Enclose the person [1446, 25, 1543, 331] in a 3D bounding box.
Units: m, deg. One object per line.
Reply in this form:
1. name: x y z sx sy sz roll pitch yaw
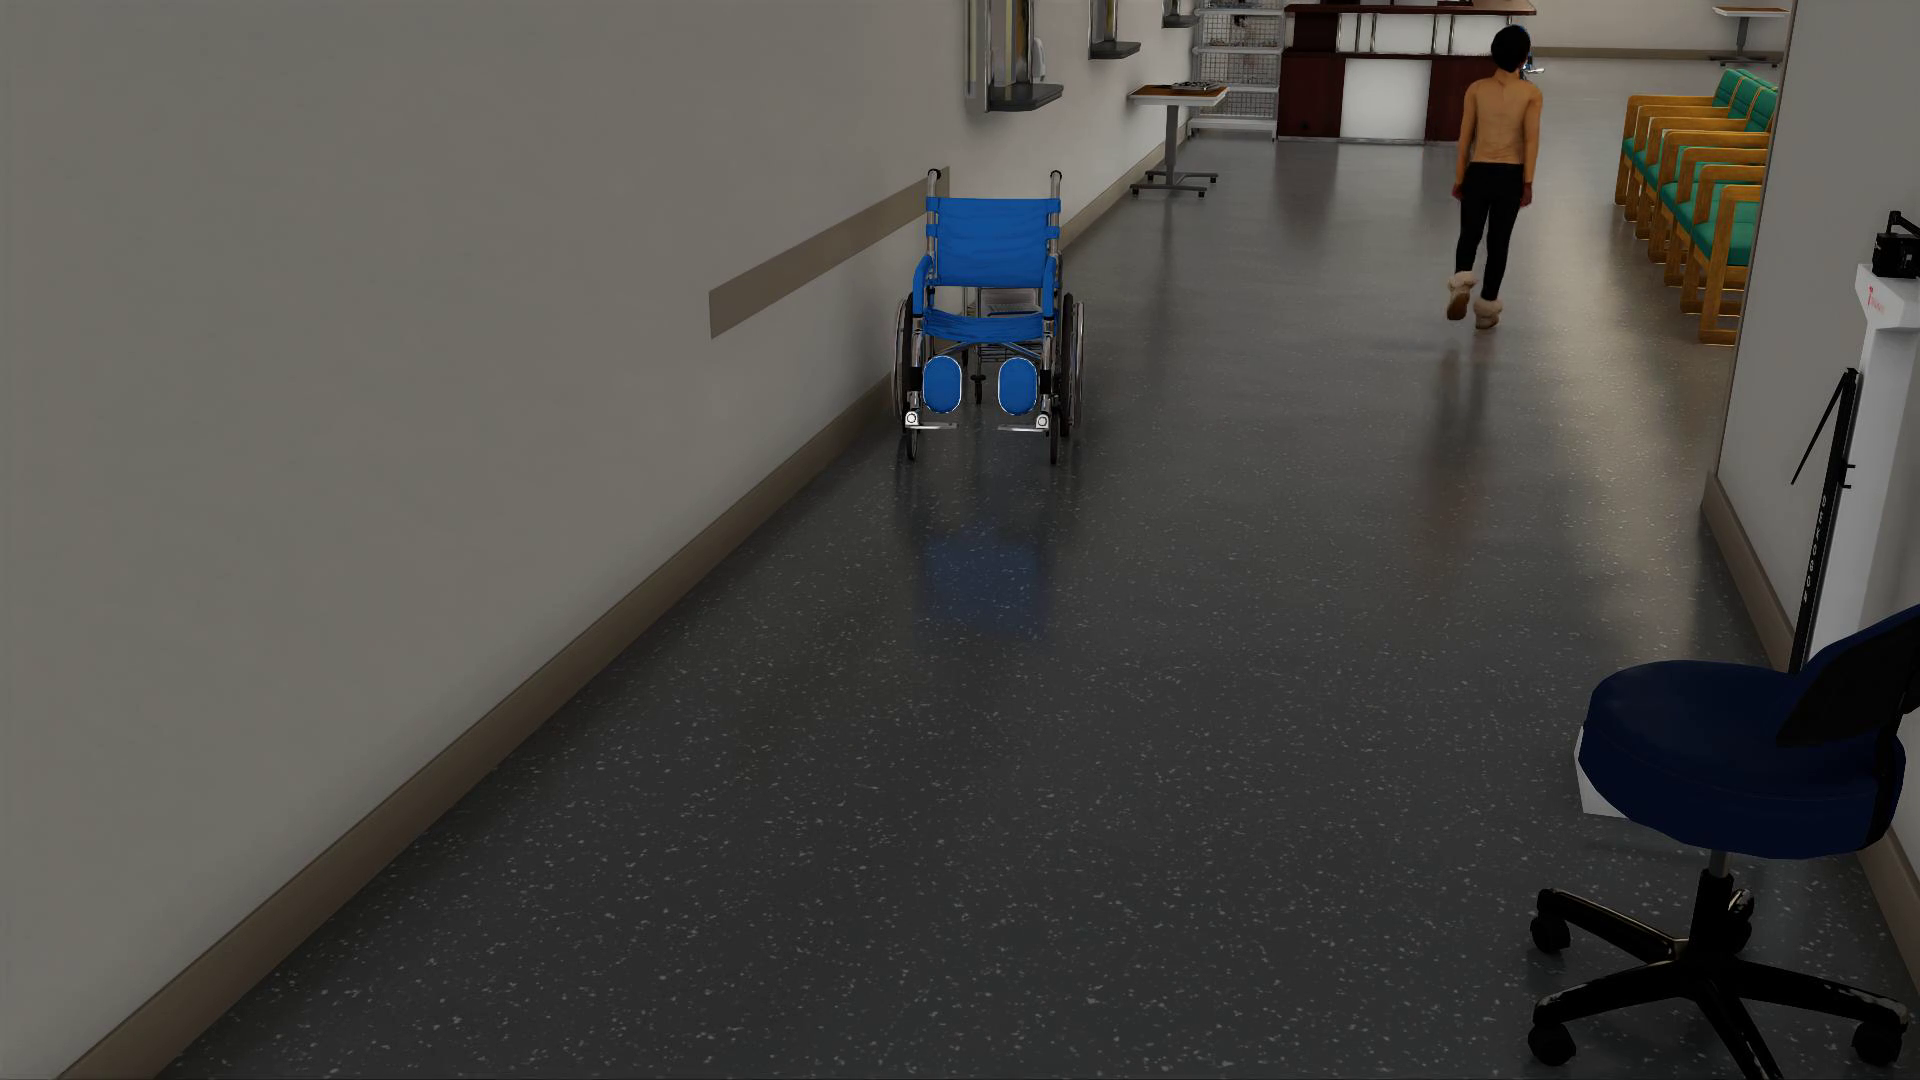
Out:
1. person: 2.927 -1.967 9.156 0.742 1.652 0.726 10 23 25
